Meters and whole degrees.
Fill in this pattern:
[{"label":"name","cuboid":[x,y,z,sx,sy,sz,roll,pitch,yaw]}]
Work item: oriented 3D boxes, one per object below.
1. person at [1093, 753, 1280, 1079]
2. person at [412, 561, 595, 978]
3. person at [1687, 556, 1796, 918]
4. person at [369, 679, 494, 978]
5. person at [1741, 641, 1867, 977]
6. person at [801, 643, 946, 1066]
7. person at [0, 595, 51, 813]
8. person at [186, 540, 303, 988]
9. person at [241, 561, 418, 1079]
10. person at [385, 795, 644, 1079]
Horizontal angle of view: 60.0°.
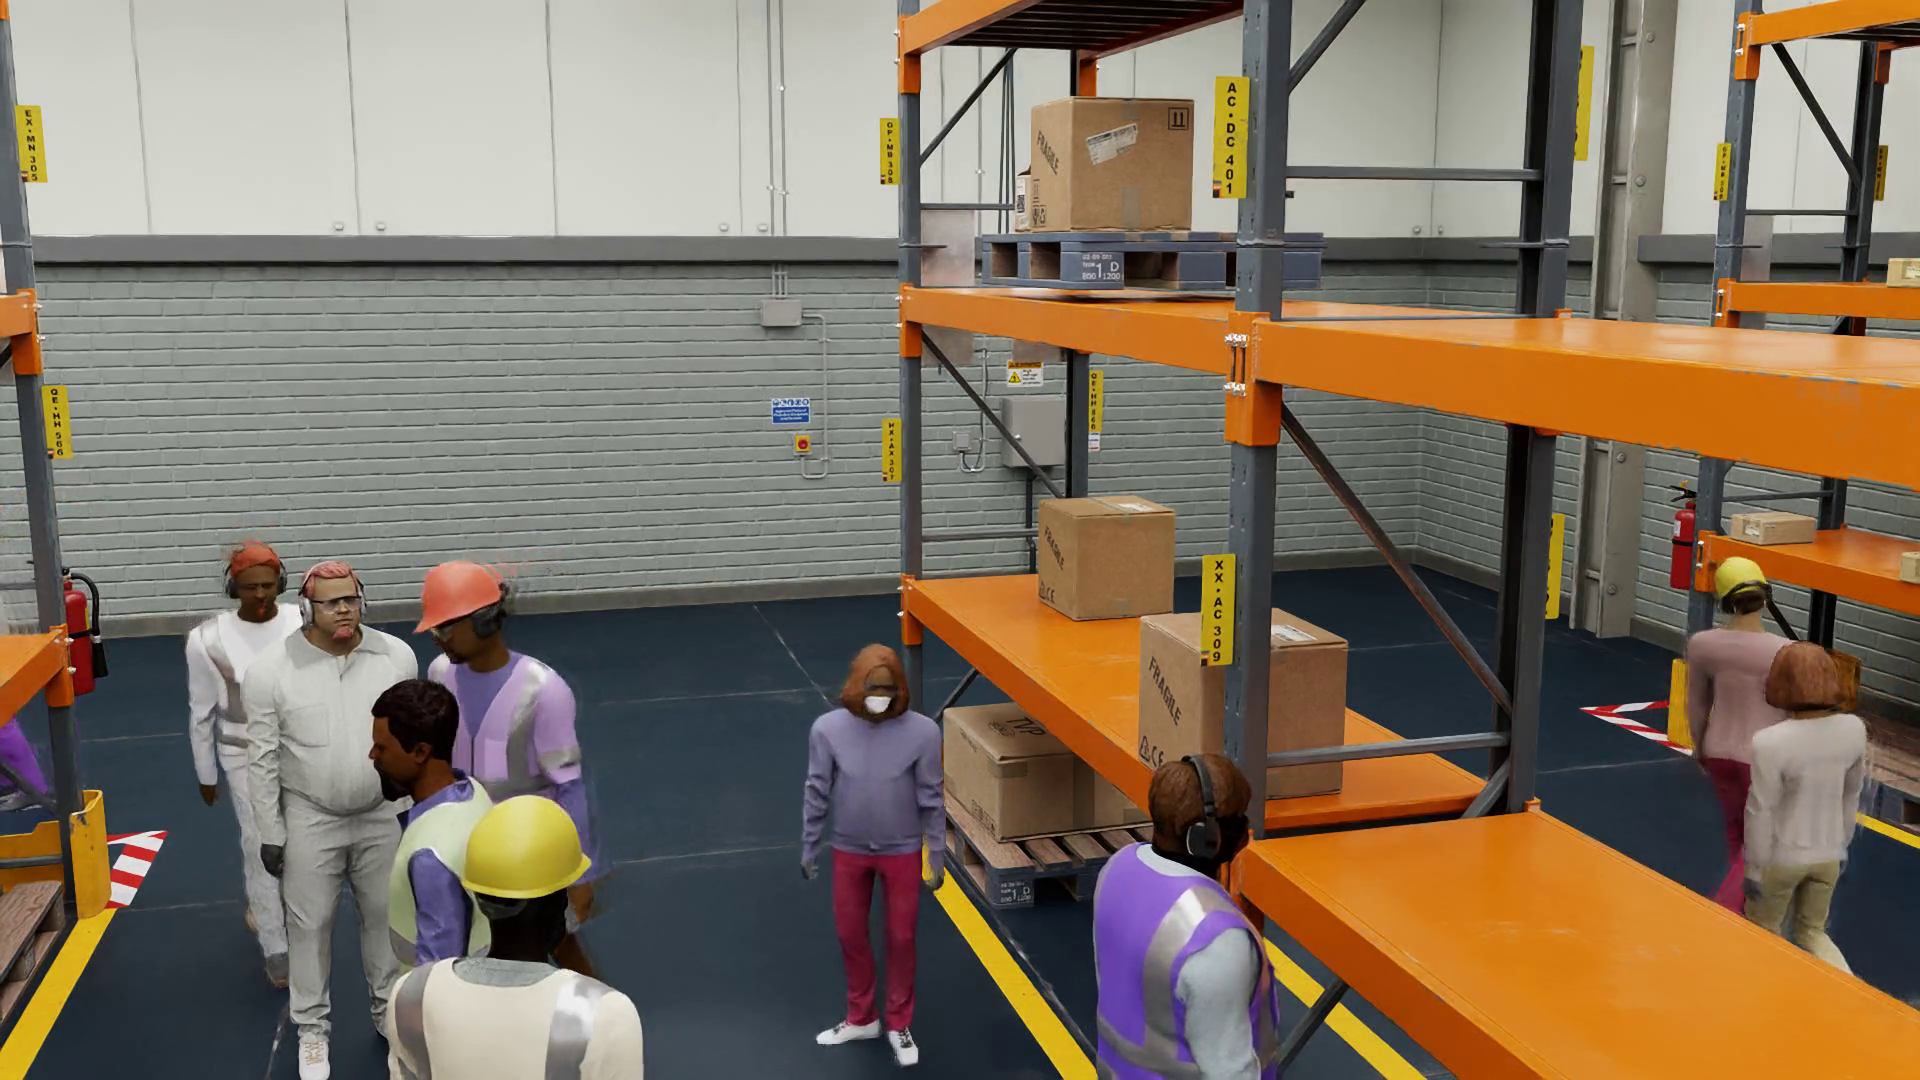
[{"label":"person","cuboid":[0.552,1.415,4.074,0.430,1.845,0.624,-3,11,-19]},{"label":"person","cuboid":[-1.553,1.064,5.639,0.728,1.987,0.869,4,11,23]},{"label":"person","cuboid":[3.406,0.932,7.142,0.504,1.722,0.576,-6,12,-32]},{"label":"person","cuboid":[-1.358,1.305,4.529,0.393,1.909,0.584,-2,10,-12]},{"label":"person","cuboid":[3.087,1.172,6.076,0.509,1.618,0.570,-3,10,-14]},{"label":"person","cuboid":[-0.319,1.159,6.164,0.538,1.622,0.337,1,10,6]},{"label":"person","cuboid":[-5.206,0.640,8.852,0.564,1.709,0.581,-5,11,-28]},{"label":"person","cuboid":[-2.938,0.892,7.034,0.595,1.861,0.732,-7,12,-36]},{"label":"person","cuboid":[-2.269,1.018,6.138,0.641,1.913,0.407,-8,13,-37]},{"label":"person","cuboid":[-0.888,1.473,3.496,0.584,1.928,0.373,3,10,16]}]
